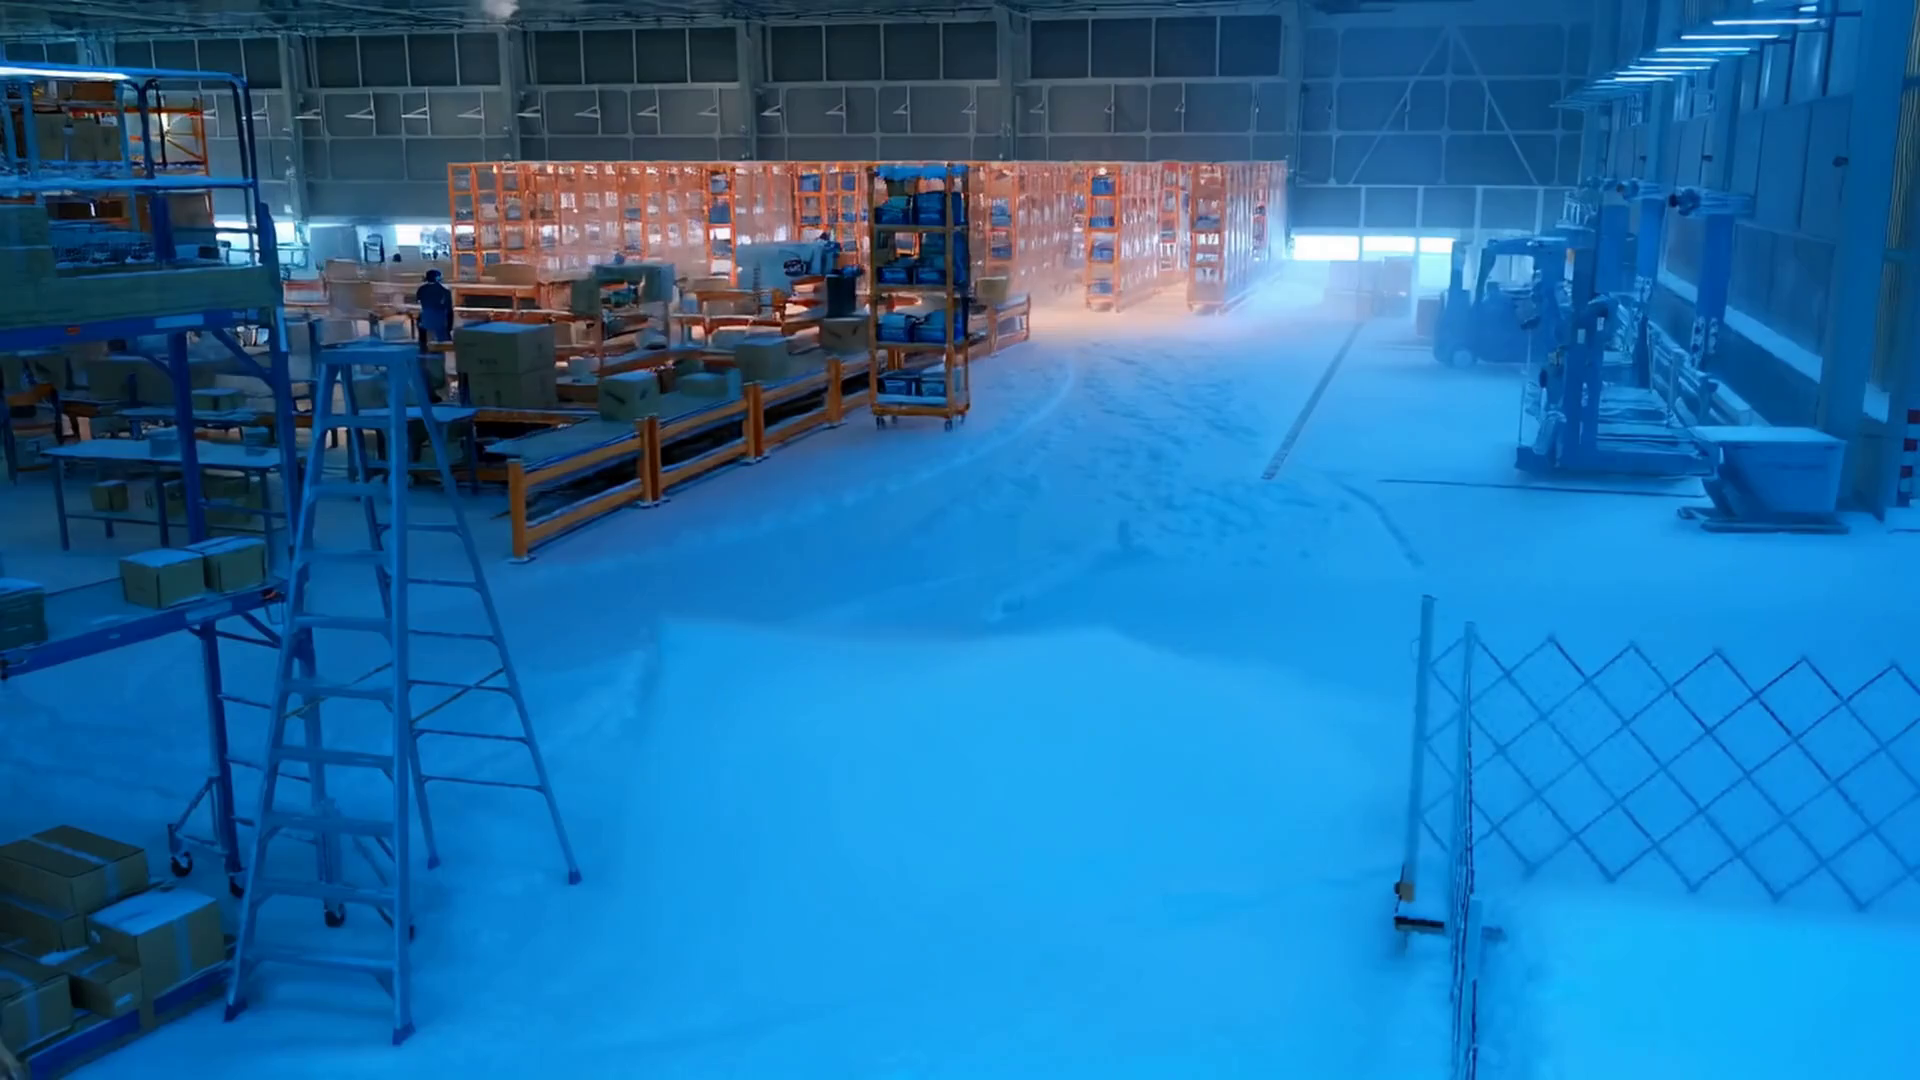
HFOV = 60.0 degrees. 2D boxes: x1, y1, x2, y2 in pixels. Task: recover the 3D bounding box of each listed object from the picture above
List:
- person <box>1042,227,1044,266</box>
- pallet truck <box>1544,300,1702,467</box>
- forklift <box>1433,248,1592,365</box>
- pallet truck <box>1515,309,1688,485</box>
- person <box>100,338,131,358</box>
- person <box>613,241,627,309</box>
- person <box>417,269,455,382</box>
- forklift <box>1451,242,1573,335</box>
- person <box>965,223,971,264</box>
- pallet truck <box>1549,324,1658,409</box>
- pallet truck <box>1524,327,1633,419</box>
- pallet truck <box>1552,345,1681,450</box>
[{"bbox_3d":[2.259,-8.302,48.433,0.525,1.831,0.565,5,14,22],"label":"person"},{"bbox_3d":[8.263,-1.952,20.631,1.885,1.965,0.823,5,14,20],"label":"pallet truck"},{"bbox_3d":[9.780,-4.111,29.280,2.680,1.987,1.157,3,13,14],"label":"forklift"},{"bbox_3d":[7.554,-1.677,19.446,1.885,1.965,0.823,3,13,14],"label":"pallet truck"},{"bbox_3d":[-12.288,-2.793,24.166,0.374,2.043,0.612,2,13,8],"label":"person"},{"bbox_3d":[-8.188,-6.290,39.891,0.558,1.753,0.538,4,14,16],"label":"person"},{"bbox_3d":[-8.811,-3.626,28.095,0.642,1.898,0.396,4,14,16],"label":"person"},{"bbox_3d":[10.464,-4.597,31.405,2.680,1.987,1.157,4,14,16],"label":"forklift"},{"bbox_3d":[0.249,-9.300,52.397,0.393,1.985,0.611,6,14,25],"label":"person"},{"bbox_3d":[9.824,-2.669,25.407,1.601,1.201,0.680,4,14,16],"label":"pallet truck"},{"bbox_3d":[9.065,-2.460,24.370,1.522,1.261,0.704,3,13,14],"label":"pallet truck"},{"bbox_3d":[8.641,-1.896,21.908,1.630,1.274,0.653,4,14,16],"label":"pallet truck"}]
